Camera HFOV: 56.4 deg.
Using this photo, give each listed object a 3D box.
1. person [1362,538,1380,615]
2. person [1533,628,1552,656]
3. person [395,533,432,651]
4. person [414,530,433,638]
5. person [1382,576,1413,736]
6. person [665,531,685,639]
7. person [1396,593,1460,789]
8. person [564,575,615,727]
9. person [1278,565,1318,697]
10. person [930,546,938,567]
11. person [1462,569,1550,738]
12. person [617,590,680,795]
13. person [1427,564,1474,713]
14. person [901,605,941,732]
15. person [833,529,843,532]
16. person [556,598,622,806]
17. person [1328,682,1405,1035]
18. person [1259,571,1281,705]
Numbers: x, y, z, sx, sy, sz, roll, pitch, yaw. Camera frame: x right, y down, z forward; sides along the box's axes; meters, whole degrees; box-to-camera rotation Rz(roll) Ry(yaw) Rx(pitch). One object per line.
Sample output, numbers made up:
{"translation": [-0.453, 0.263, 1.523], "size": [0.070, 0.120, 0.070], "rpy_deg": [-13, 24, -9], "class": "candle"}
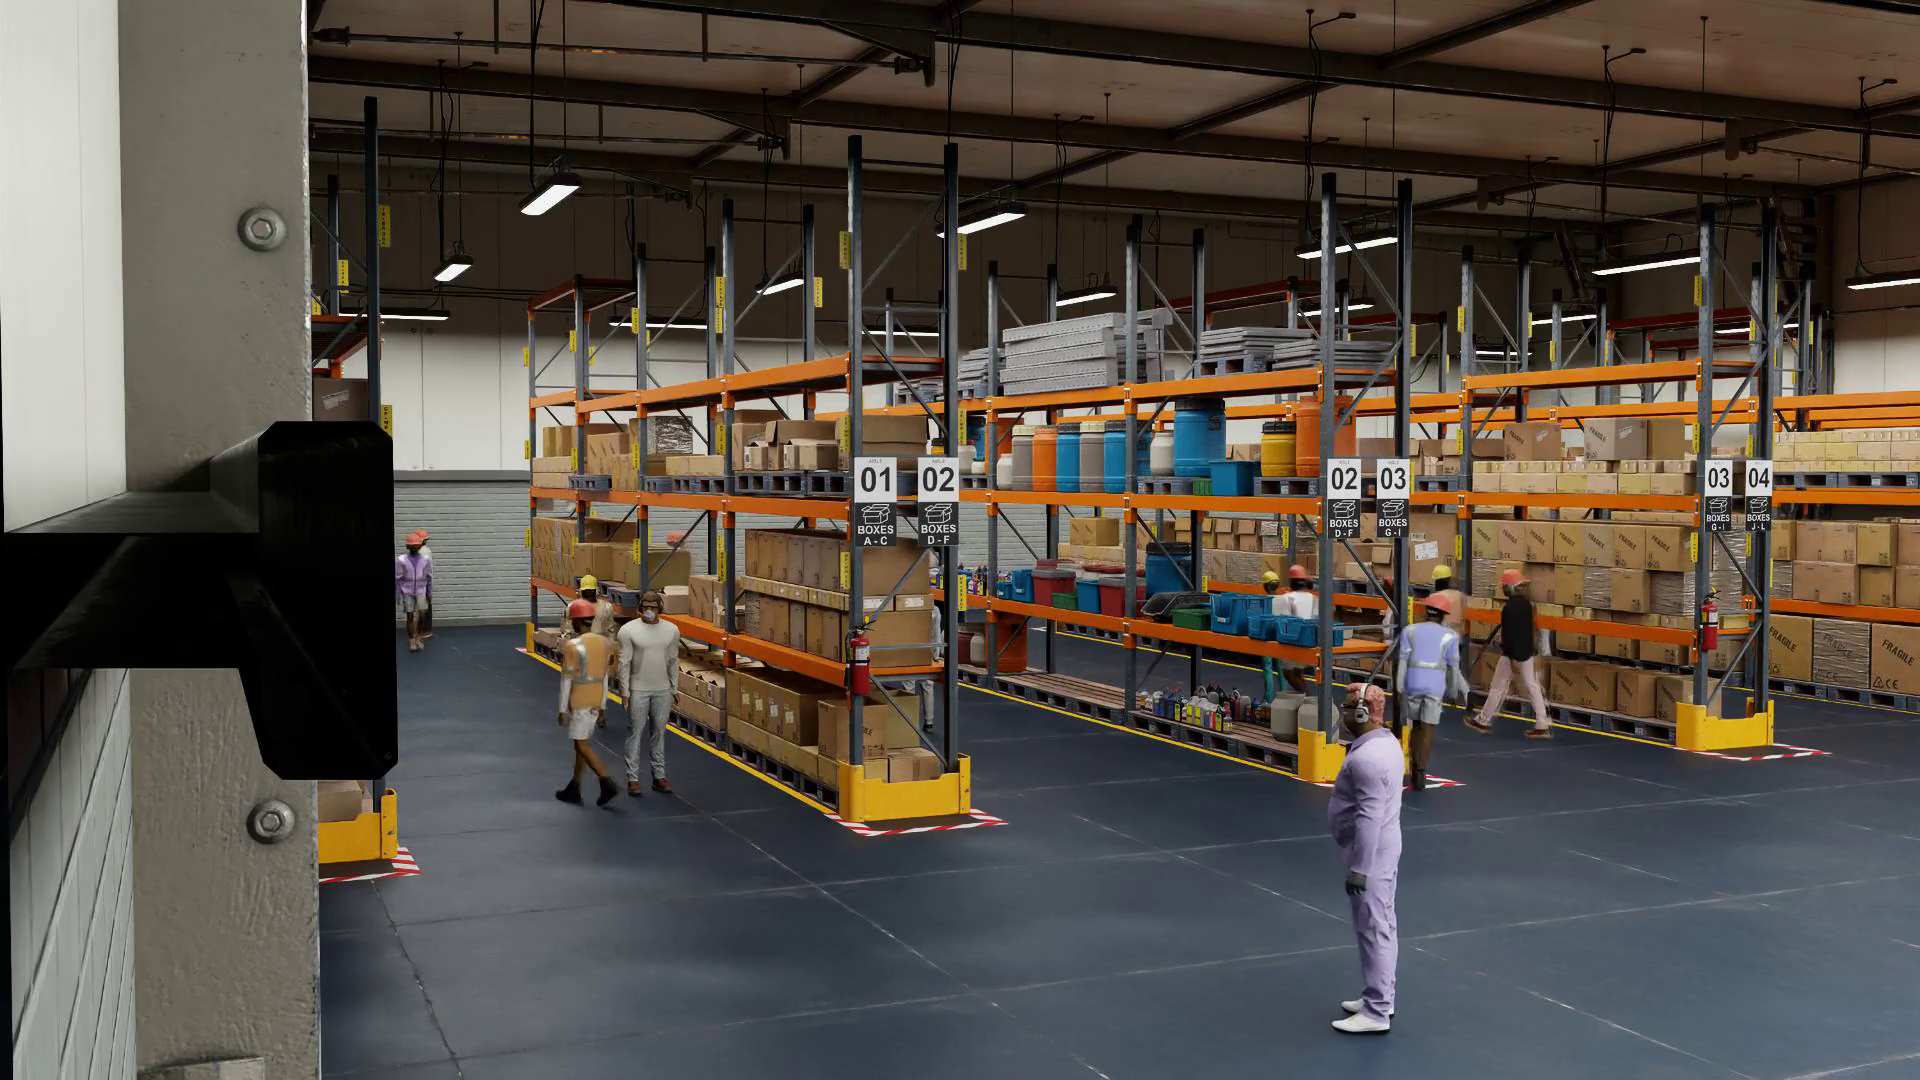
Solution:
{"translation": [7.078, 0.930, 30.902], "size": [0.590, 1.916, 0.393], "rpy_deg": [-2, 3, -35], "class": "person"}
{"translation": [8.898, 1.088, 27.190], "size": [0.633, 1.885, 1.025], "rpy_deg": [-1, 2, -14], "class": "person"}
{"translation": [-9.272, 0.895, 30.432], "size": [0.626, 2.015, 0.685], "rpy_deg": [-1, 2, -25], "class": "person"}
{"translation": [-9.948, 0.805, 33.137], "size": [0.379, 1.996, 0.611], "rpy_deg": [0, 2, -5], "class": "person"}
{"translation": [5.056, 1.345, 20.729], "size": [0.362, 1.874, 0.591], "rpy_deg": [0, 2, 1], "class": "person"}
{"translation": [-5.168, 0.833, 32.528], "size": [0.437, 1.978, 0.657], "rpy_deg": [-1, 2, -18], "class": "person"}
{"translation": [4.581, 1.461, 17.512], "size": [0.574, 1.874, 0.758], "rpy_deg": [1, 2, 21], "class": "person"}
{"translation": [-4.445, 1.331, 21.502], "size": [0.600, 1.829, 0.404], "rpy_deg": [0, 2, -11], "class": "person"}
{"translation": [4.196, 1.269, 22.081], "size": [0.572, 1.920, 0.626], "rpy_deg": [-1, 3, -29], "class": "person"}
{"translation": [-0.455, 0.845, 34.255], "size": [0.495, 1.825, 0.650], "rpy_deg": [-1, 2, -23], "class": "person"}
{"translation": [6.387, 1.307, 20.770], "size": [0.619, 1.938, 1.034], "rpy_deg": [-2, 3, -42], "class": "person"}
{"translation": [-2.965, 1.448, 17.137], "size": [0.629, 1.937, 0.379], "rpy_deg": [-1, 3, -31], "class": "person"}
{"translation": [6.132, 1.256, 22.513], "size": [0.602, 1.907, 0.706], "rpy_deg": [-1, 2, -23], "class": "person"}
{"translation": [-0.518, 1.348, 21.045], "size": [0.600, 1.831, 0.404], "rpy_deg": [-1, 2, -21], "class": "person"}
{"translation": [-2.680, 0.691, 37.333], "size": [0.615, 1.914, 0.940], "rpy_deg": [-1, 3, -33], "class": "person"}
{"translation": [-3.429, 1.490, 16.499], "size": [0.862, 1.909, 0.559], "rpy_deg": [1, 3, 31], "class": "person"}
{"translation": [2.233, 1.740, 9.896], "size": [0.399, 1.909, 0.642], "rpy_deg": [1, 2, 23], "class": "person"}
{"translation": [4.065, 1.291, 23.424], "size": [0.533, 1.765, 0.330], "rpy_deg": [-1, 2, -26], "class": "person"}
